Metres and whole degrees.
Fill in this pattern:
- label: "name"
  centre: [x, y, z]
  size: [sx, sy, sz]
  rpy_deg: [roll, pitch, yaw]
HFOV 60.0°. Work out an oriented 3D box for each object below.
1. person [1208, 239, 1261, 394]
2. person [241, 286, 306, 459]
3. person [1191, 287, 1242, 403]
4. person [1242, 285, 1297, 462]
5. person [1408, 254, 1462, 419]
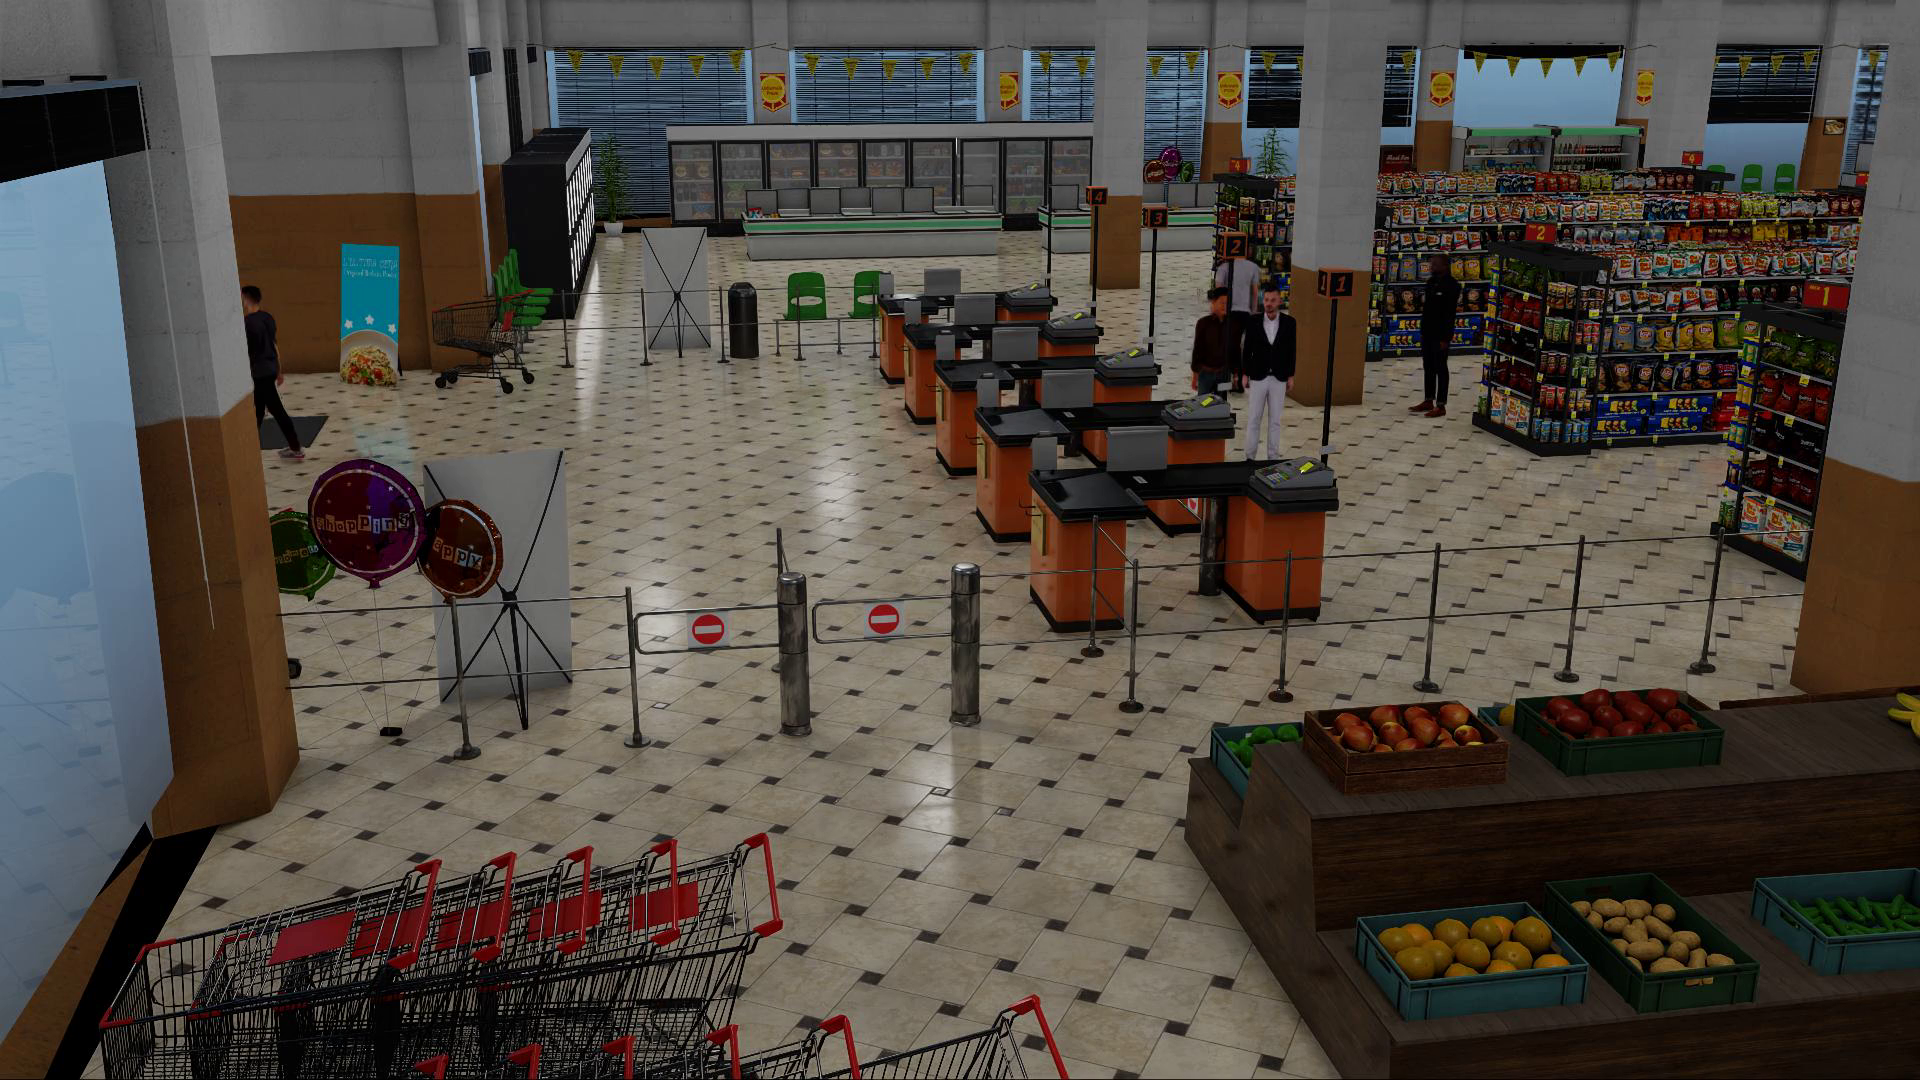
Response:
- label: "person"
  centre: [3.278, -2.628, 19.681]
  size: [1.100, 1.825, 0.808]
  rpy_deg: [-4, 17, -14]
- label: "person"
  centre: [-6.853, -1.612, 16.532]
  size: [1.232, 1.711, 0.931]
  rpy_deg: [3, 17, 10]
- label: "person"
  centre: [2.500, -1.625, 16.523]
  size: [1.135, 1.740, 0.883]
  rpy_deg: [0, 17, 1]
- label: "person"
  centre: [3.006, -1.577, 16.195]
  size: [0.597, 1.840, 0.784]
  rpy_deg: [3, 17, 9]
- label: "person"
  centre: [5.352, -2.299, 18.611]
  size: [0.621, 1.818, 0.707]
  rpy_deg: [-4, 17, -14]
